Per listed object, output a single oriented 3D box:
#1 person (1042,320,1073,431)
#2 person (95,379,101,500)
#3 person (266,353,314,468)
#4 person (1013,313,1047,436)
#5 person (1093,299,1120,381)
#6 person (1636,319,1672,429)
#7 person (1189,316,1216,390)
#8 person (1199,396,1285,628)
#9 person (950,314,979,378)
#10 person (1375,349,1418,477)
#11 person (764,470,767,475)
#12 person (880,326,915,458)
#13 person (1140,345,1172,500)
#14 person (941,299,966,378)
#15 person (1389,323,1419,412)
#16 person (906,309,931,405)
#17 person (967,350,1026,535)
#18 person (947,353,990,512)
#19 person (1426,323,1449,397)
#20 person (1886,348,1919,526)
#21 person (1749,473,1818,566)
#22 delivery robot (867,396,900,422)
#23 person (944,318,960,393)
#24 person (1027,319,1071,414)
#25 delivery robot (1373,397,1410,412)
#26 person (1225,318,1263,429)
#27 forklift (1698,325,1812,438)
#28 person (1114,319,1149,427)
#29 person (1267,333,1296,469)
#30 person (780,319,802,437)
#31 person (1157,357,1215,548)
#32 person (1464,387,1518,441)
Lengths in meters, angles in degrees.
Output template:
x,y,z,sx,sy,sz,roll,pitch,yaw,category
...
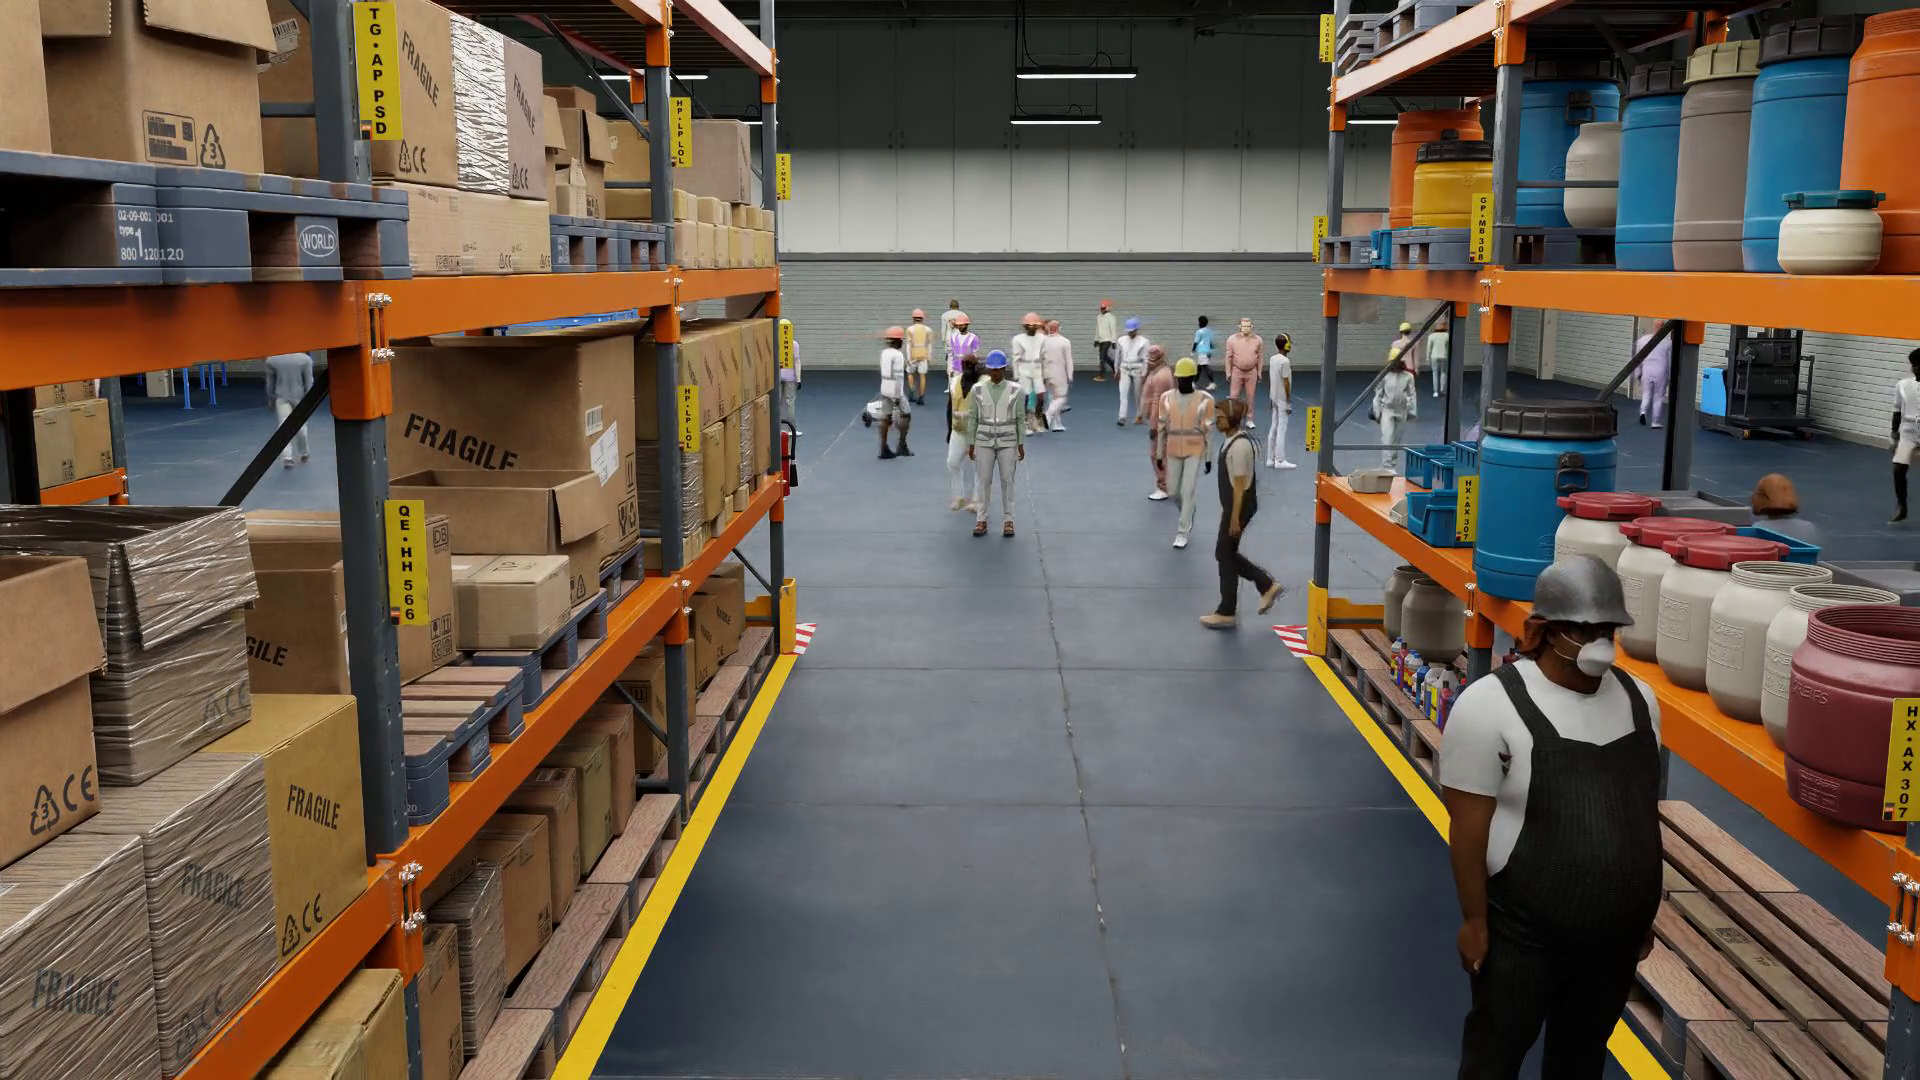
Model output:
x,y,z,sx,sy,sz,roll,pitch,yaw,category
1.571,-2.750,27.997,0.668,1.883,0.665,7,12,37,person
-10.756,-1.466,20.312,0.604,1.885,0.940,-6,11,-33,person
-9.404,-1.980,23.385,0.644,1.891,1.005,-2,10,-12,person
1.174,-2.726,27.415,0.621,2.023,0.514,-3,10,-16,person
3.586,-4.864,40.399,0.806,1.970,0.621,-5,11,-29,person
12.012,-2.870,28.683,0.665,1.891,0.457,9,13,42,person
5.449,-4.199,37.361,0.868,1.651,0.537,7,12,37,person
2.218,-0.219,13.013,0.596,1.823,0.525,0,9,1,person
0.062,-3.059,29.673,0.545,1.939,0.374,4,10,25,person
5.782,-1.657,21.976,0.508,1.708,0.849,-1,10,-5,person
-2.740,-1.533,20.862,0.955,1.819,0.563,3,10,20,person
-0.919,-2.164,24.369,0.657,1.913,0.547,-8,12,-38,person
2.406,-1.440,20.191,0.445,1.870,0.802,1,10,8,person
-0.143,-4.967,41.100,0.637,1.938,0.356,0,9,1,person
8.283,-3.202,31.164,0.543,1.711,0.895,-2,10,-11,person
-0.861,-3.708,33.628,0.548,1.913,0.664,-3,10,-16,person
0.382,-1.019,17.429,0.617,1.943,0.402,1,10,8,person
0.082,-1.214,18.962,0.658,1.819,0.635,5,11,27,person
10.222,-3.877,35.503,0.531,1.615,0.387,1,10,7,person
10.330,-1.095,17.896,0.686,1.928,0.645,-9,13,-42,person
4.743,0.410,9.821,0.528,1.614,0.454,-2,10,-10,person
-1.331,-2.265,28.900,0.477,0.478,0.707,-5,11,-28,delivery robot
-0.112,-4.023,36.354,0.515,1.636,0.315,9,13,42,person
1.639,-3.278,31.422,0.970,1.791,0.600,8,12,40,person
7.865,-2.500,30.306,0.707,0.478,0.477,-7,12,-35,delivery robot
4.897,-2.873,28.662,0.652,1.904,0.403,0,9,-1,person
13.248,-3.165,27.620,1.129,2.768,1.873,0,9,1,forklift
3.011,-2.942,29.149,0.640,1.881,1.039,4,10,21,person
4.486,-1.943,23.199,0.328,1.870,0.559,-3,10,-17,person
-2.879,-2.668,27.366,0.587,1.928,0.363,4,10,20,person
2.295,-0.904,16.850,0.599,1.908,0.679,4,10,25,person
4.132,-0.261,13.055,0.632,1.902,0.984,-6,11,-31,person
